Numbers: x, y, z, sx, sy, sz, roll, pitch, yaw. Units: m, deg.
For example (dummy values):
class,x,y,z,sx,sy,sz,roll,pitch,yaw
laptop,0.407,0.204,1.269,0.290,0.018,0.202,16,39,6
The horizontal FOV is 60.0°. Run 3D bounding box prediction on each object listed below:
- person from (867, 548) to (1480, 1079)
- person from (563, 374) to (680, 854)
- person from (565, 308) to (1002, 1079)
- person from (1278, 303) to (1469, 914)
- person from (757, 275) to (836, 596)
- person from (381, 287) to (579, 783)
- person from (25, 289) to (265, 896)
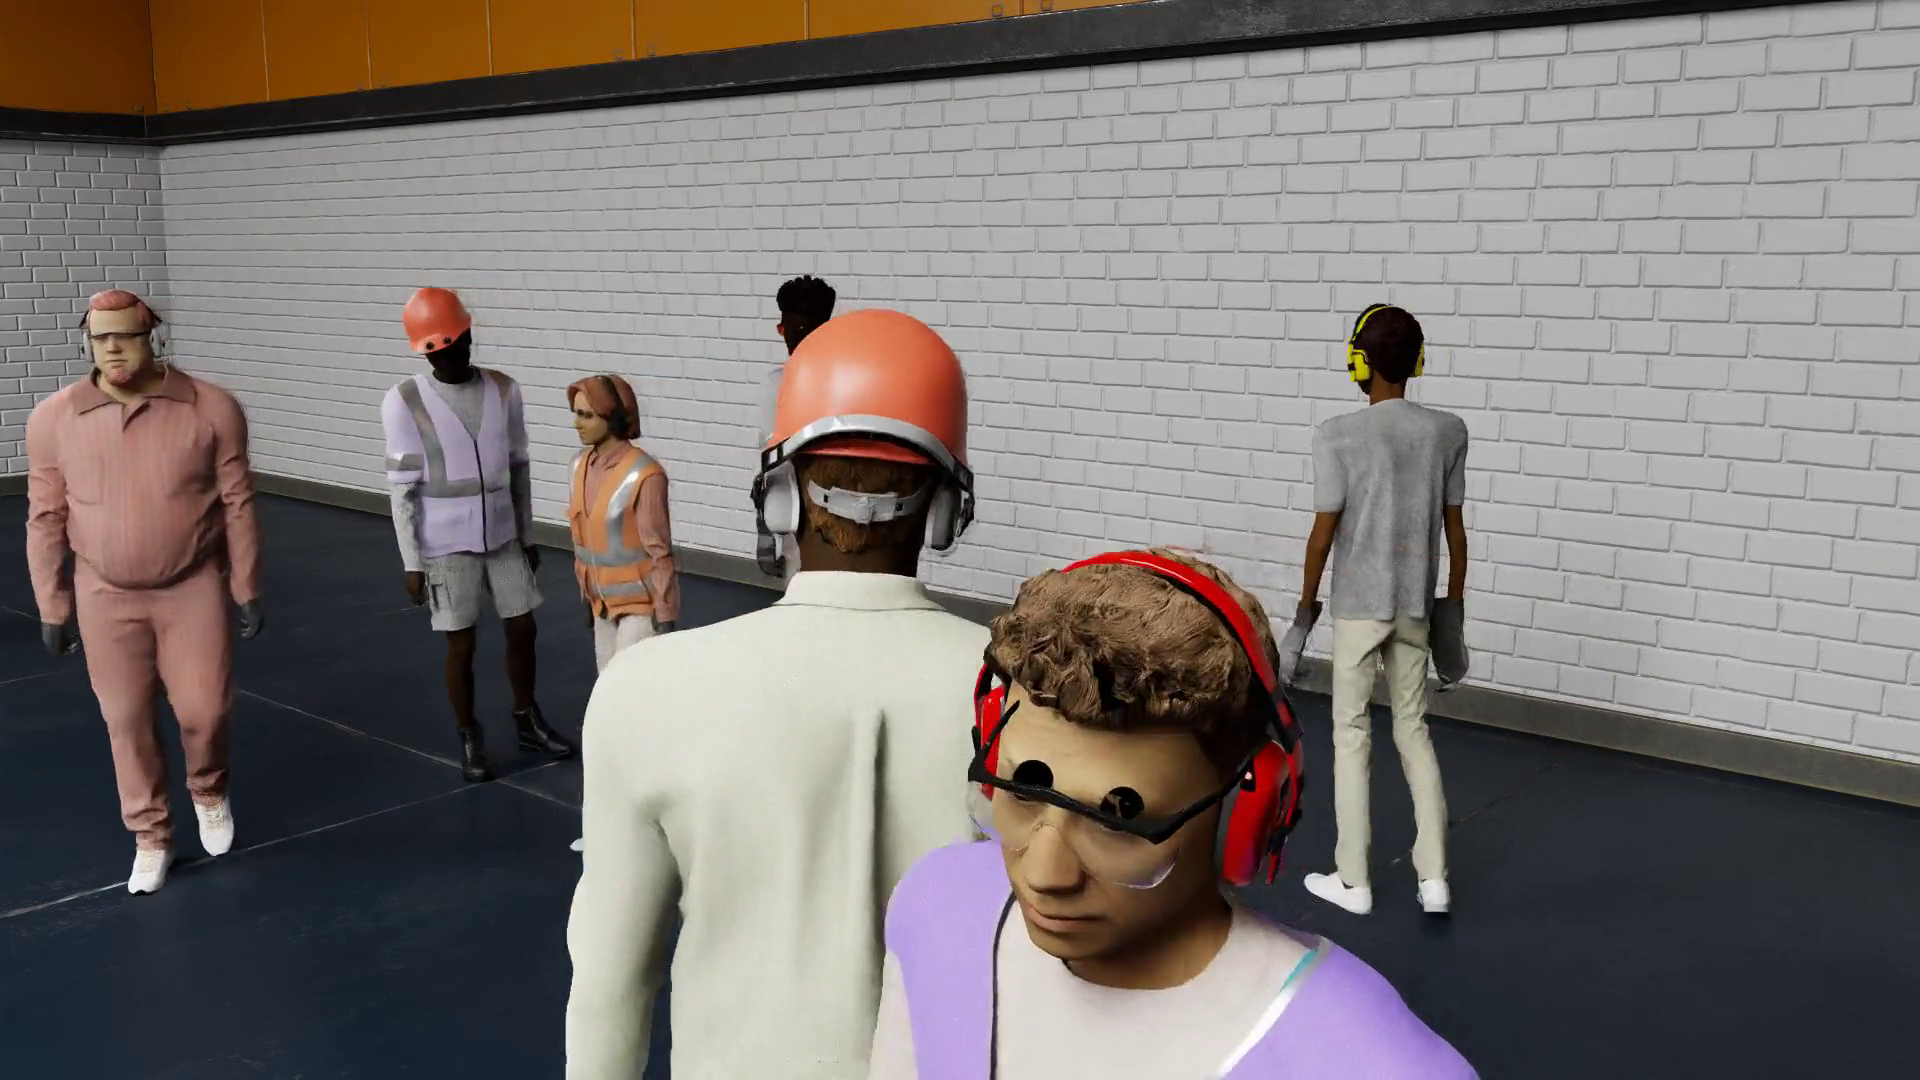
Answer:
class,x,y,z,sx,sy,sz,roll,pitch,yaw
person,0.099,0.891,1.350,0.502,1.818,0.632,-6,12,-30
person,-1.077,0.222,5.715,0.659,1.609,0.524,-10,14,-44
person,-0.120,0.732,1.854,0.619,1.960,0.848,-2,10,-12
person,1.269,0.238,4.993,0.603,1.858,0.451,-2,10,-14
person,-0.538,-0.097,6.703,0.965,1.933,0.607,8,13,37
person,-1.816,-0.003,6.237,0.651,1.887,0.450,-10,14,-43
person,-2.548,0.170,5.218,0.672,1.894,0.423,-3,10,-18
